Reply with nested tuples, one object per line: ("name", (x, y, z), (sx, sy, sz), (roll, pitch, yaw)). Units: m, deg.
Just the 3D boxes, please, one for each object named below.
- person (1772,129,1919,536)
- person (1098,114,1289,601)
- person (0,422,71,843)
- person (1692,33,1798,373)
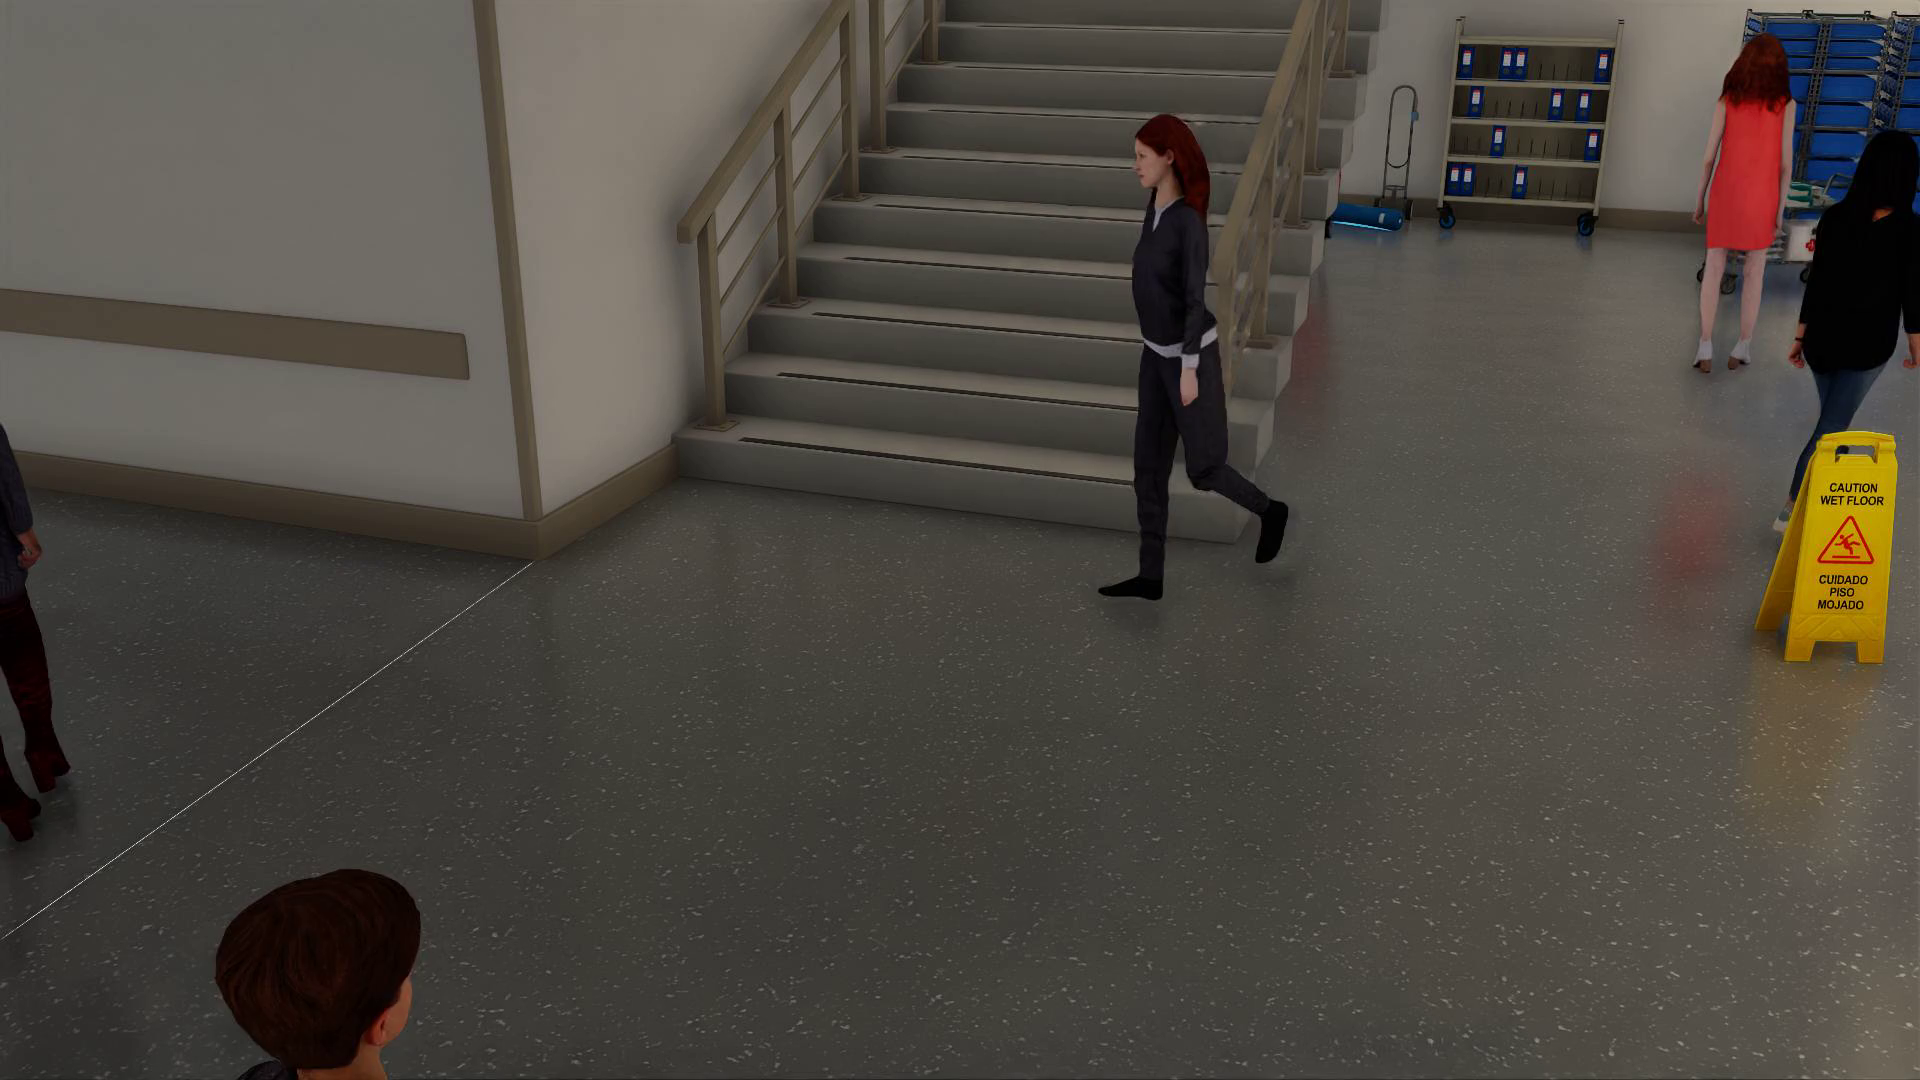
("person", (3.529, -0.776, 6.654), (1.147, 1.605, 0.942), (-16, 26, -37))
("person", (0.856, -0.626, 6.060), (1.055, 1.744, 1.053), (-7, 22, -19))
("person", (-2.692, 0.036, 4.387), (0.786, 1.692, 0.847), (-10, 23, -24))
("person", (4.267, -1.815, 9.087), (0.646, 1.825, 0.651), (11, 23, 26))
